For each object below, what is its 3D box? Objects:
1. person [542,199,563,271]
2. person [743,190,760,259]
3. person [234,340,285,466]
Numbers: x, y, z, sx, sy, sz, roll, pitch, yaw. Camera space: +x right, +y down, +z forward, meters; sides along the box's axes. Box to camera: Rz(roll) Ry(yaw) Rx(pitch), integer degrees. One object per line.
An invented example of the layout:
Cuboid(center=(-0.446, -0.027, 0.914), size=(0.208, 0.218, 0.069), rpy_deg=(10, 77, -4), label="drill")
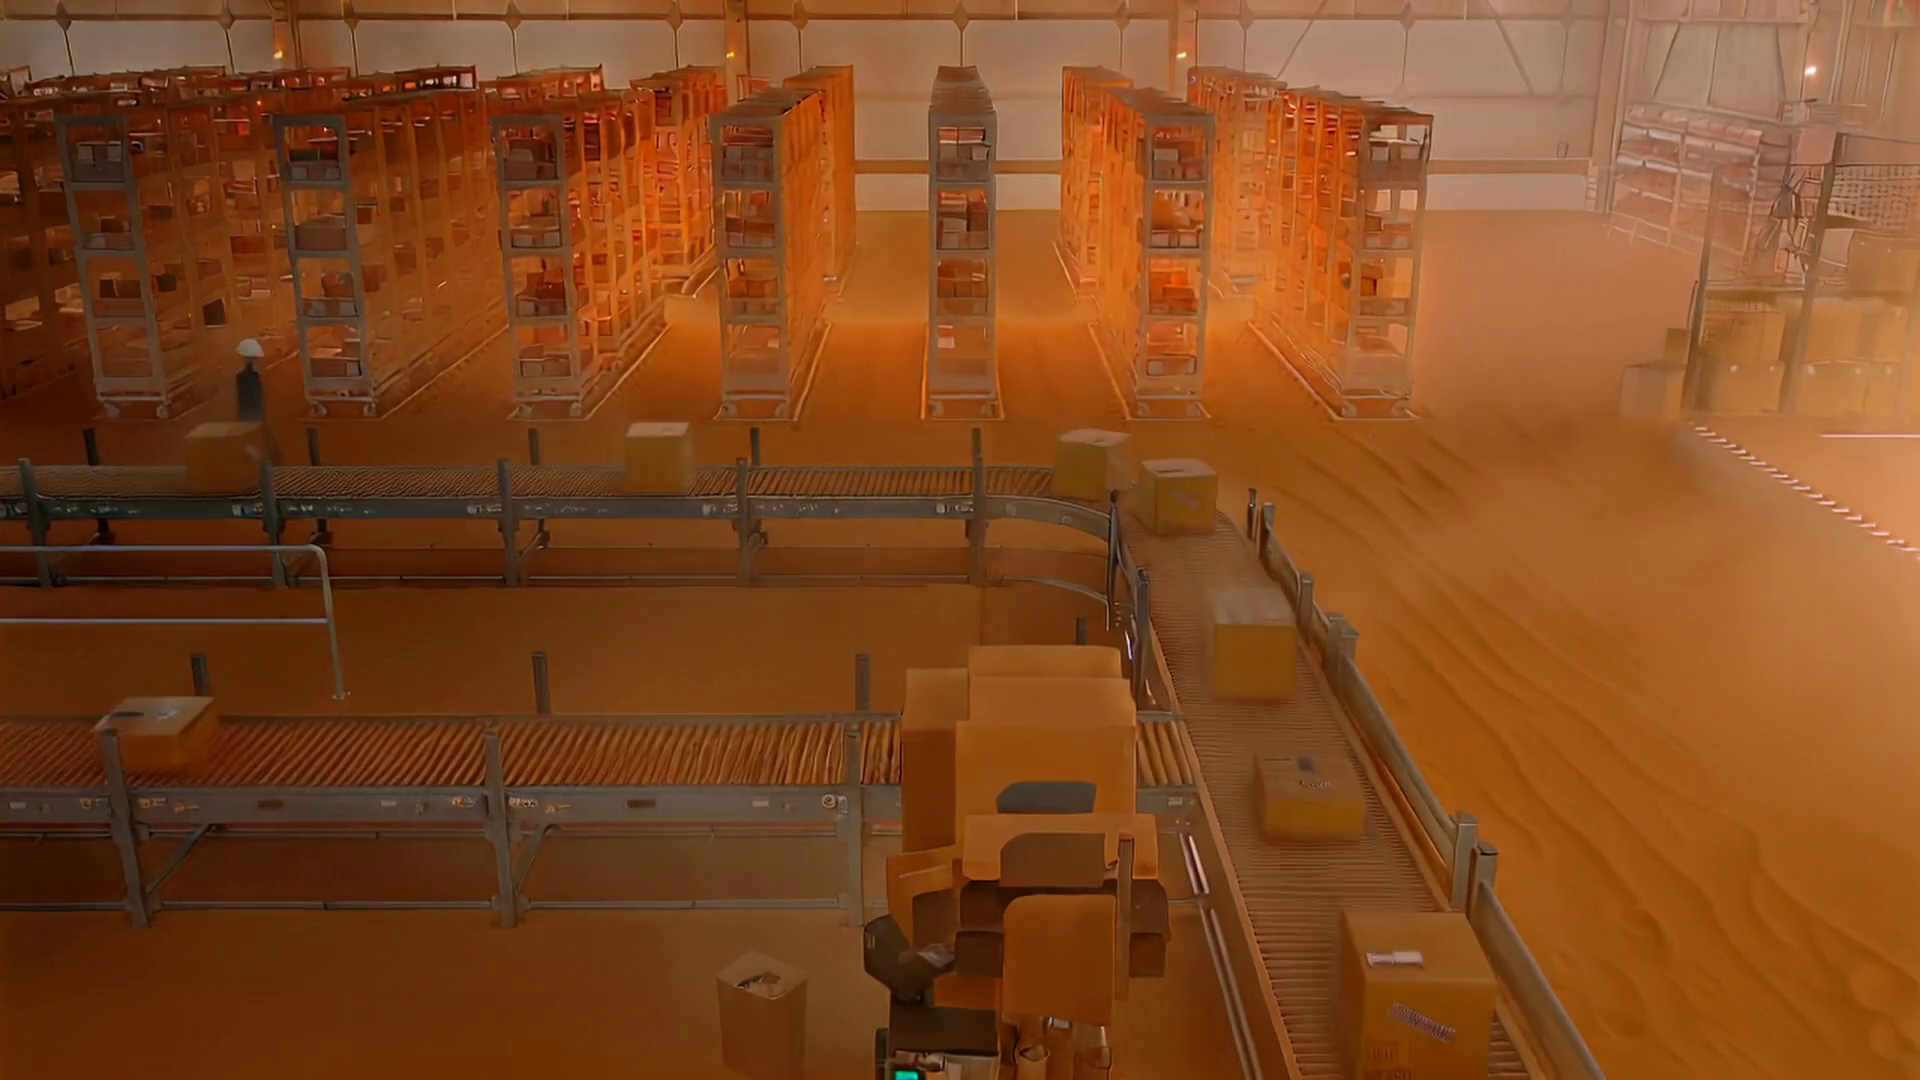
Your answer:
Cuboid(center=(-6.455, -4.579, 26.787), size=(0.593, 1.826, 0.403), rpy_deg=(-5, 19, -16), label="person")
Cuboid(center=(-3.726, -5.834, 30.446), size=(0.555, 1.962, 0.683), rpy_deg=(13, 22, 35), label="person")
Cuboid(center=(-6.838, -1.087, 16.199), size=(0.899, 1.719, 0.539), rpy_deg=(0, 18, -1), label="person")
